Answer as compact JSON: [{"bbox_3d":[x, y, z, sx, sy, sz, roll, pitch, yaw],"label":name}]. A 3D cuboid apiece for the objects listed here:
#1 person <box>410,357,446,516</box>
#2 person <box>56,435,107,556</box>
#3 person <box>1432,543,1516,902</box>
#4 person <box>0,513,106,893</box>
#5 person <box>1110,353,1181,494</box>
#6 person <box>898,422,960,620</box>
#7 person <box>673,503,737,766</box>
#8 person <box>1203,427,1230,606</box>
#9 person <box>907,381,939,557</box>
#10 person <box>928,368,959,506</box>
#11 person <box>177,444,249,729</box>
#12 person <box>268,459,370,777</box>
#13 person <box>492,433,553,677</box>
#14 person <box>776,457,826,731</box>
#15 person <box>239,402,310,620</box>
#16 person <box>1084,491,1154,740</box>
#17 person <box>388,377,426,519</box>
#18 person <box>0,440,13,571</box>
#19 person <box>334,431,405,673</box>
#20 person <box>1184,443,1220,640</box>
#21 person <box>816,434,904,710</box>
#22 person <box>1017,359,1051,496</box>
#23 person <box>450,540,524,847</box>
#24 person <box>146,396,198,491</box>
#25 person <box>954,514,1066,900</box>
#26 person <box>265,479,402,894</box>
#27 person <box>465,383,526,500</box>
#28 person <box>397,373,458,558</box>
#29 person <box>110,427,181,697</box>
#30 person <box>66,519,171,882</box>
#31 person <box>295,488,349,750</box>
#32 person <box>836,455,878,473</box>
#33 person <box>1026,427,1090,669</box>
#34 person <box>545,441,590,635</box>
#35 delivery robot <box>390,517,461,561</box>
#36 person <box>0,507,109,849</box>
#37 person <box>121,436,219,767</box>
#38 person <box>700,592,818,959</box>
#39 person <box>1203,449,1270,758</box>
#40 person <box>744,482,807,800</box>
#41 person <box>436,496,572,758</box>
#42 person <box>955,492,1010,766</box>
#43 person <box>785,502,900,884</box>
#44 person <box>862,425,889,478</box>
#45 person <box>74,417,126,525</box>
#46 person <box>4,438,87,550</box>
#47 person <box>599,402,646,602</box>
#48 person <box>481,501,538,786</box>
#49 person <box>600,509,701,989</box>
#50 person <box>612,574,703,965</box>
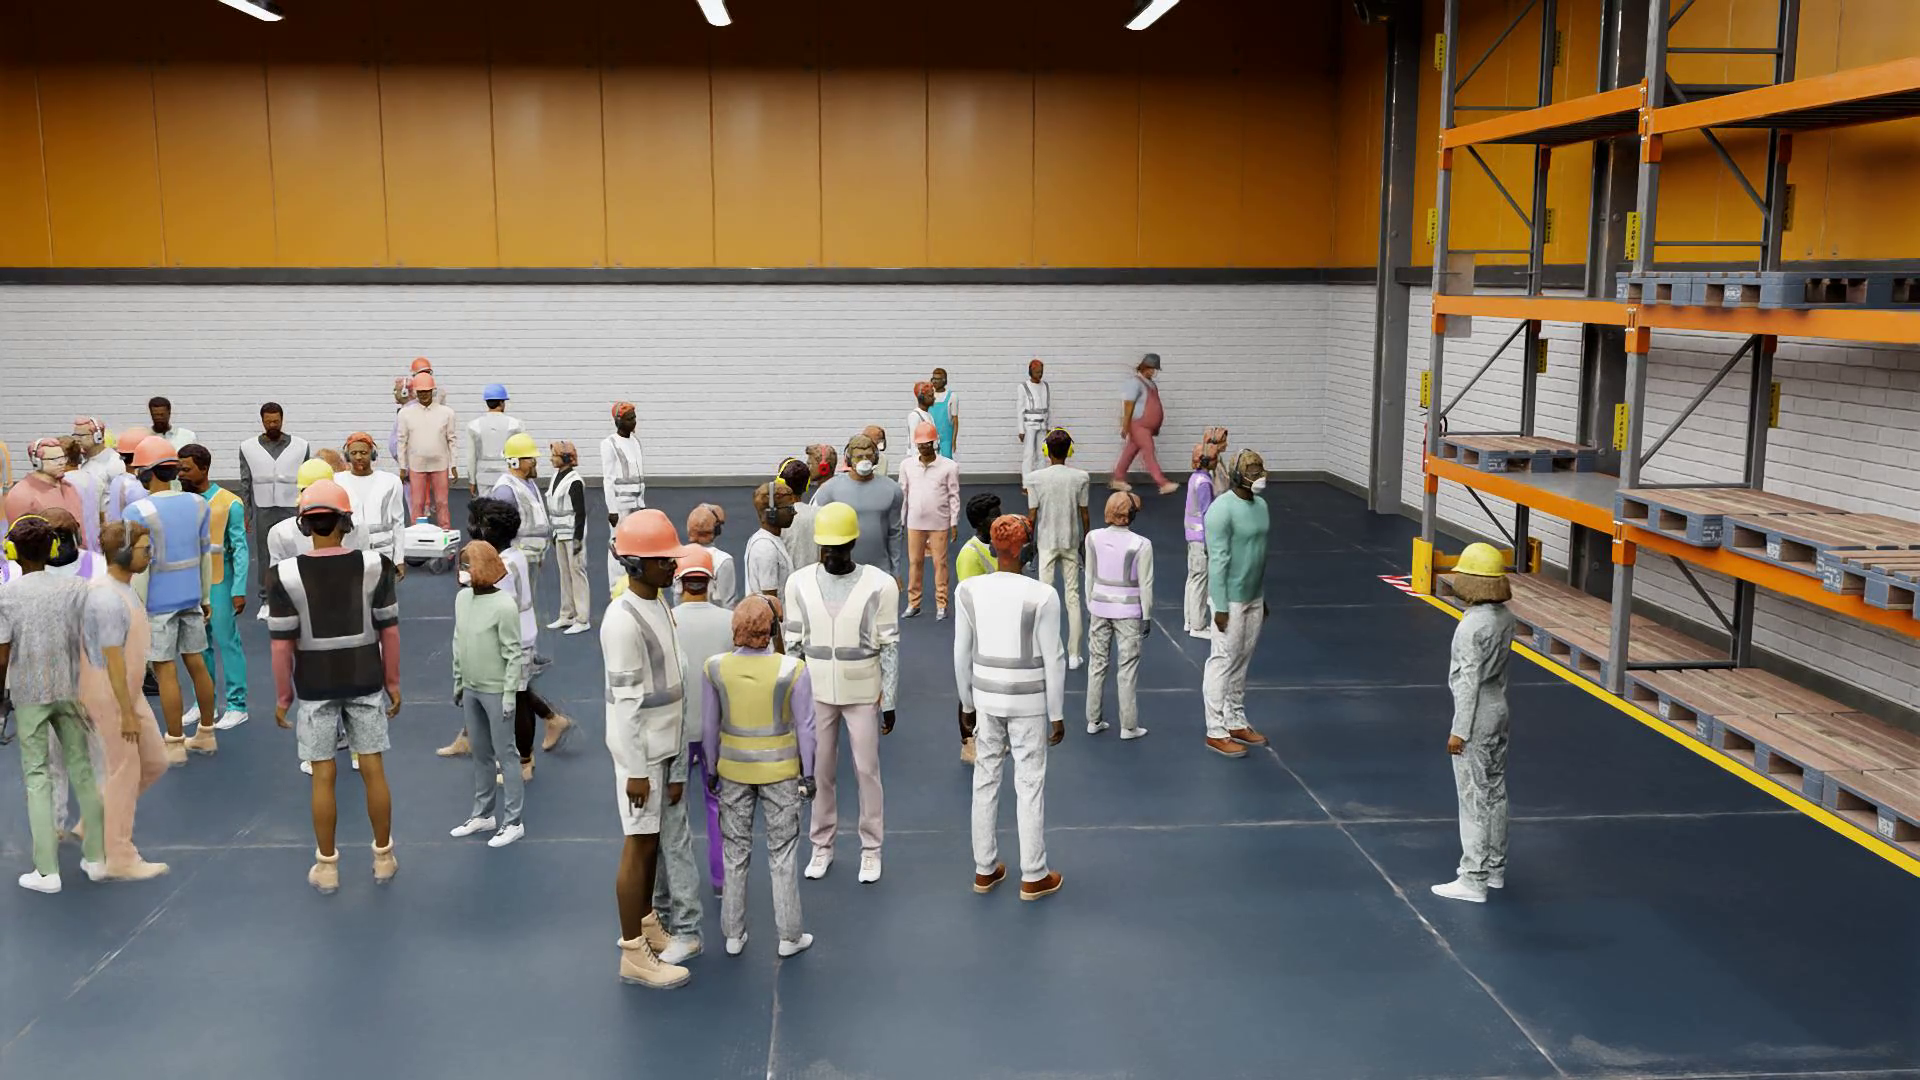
[{"bbox_3d":[-6.742,-1.300,20.964,0.390,1.992,0.624,6,11,32],"label":"person"},{"bbox_3d":[-6.629,0.132,12.488,0.354,1.834,0.517,3,10,19],"label":"person"},{"bbox_3d":[2.500,0.877,8.083,0.311,1.743,0.493,8,12,40],"label":"person"},{"bbox_3d":[-4.500,0.798,8.186,0.319,1.870,0.521,8,12,40],"label":"person"},{"bbox_3d":[2.562,-1.662,23.093,1.117,2.000,0.696,4,10,24],"label":"person"},{"bbox_3d":[-0.287,-0.164,14.588,0.572,1.749,0.341,2,9,14],"label":"person"},{"bbox_3d":[-1.549,0.595,10.166,0.514,1.644,0.315,8,12,40],"label":"person"},{"bbox_3d":[2.325,-0.220,15.293,0.308,1.641,0.517,3,9,16],"label":"person"},{"bbox_3d":[-0.393,-0.770,17.990,0.356,1.883,0.572,2,9,12],"label":"person"},{"bbox_3d":[-0.265,-1.288,21.354,0.506,1.847,0.343,4,10,24],"label":"person"},{"bbox_3d":[-5.025,0.305,11.134,0.597,1.915,0.371,3,9,17],"label":"person"},{"bbox_3d":[-3.842,0.471,10.051,0.585,1.928,0.370,-4,10,-26],"label":"person"},{"bbox_3d":[-3.314,0.107,12.635,0.404,1.835,0.586,1,9,3],"label":"person"},{"bbox_3d":[-1.063,0.402,10.667,0.328,1.872,0.514,9,13,44],"label":"person"},{"bbox_3d":[-6.028,-0.263,14.698,0.599,1.915,0.376,-4,10,-22],"label":"person"},{"bbox_3d":[1.029,0.493,10.849,0.510,1.631,0.310,6,11,34],"label":"person"},{"bbox_3d":[-6.073,-0.835,18.319,0.409,1.907,0.651,-3,9,-16],"label":"person"},{"bbox_3d":[-8.423,-0.232,14.473,0.364,1.927,0.587,-5,10,-29],"label":"person"},{"bbox_3d":[-4.384,0.142,12.267,0.576,1.882,0.355,-3,10,-20],"label":"person"},{"bbox_3d":[2.025,0.003,13.893,0.306,1.639,0.524,0,9,-2],"label":"person"},{"bbox_3d":[-0.681,0.231,11.531,0.631,1.940,0.372,-3,10,-21],"label":"person"},{"bbox_3d":[1.027,-1.541,22.855,0.586,1.879,0.357,-8,12,-40],"label":"person"},{"bbox_3d":[-2.526,0.808,8.857,0.500,1.633,0.279,7,11,36],"label":"person"},{"bbox_3d":[-7.420,-0.394,15.569,0.585,1.908,0.391,-4,10,-22],"label":"person"},{"bbox_3d":[0.251,0.808,8.083,0.573,1.883,0.356,5,10,27],"label":"person"},{"bbox_3d":[-3.063,0.716,8.183,0.605,2.035,0.392,-5,10,-27],"label":"person"},{"bbox_3d":[-4.649,-0.604,16.749,0.605,1.944,0.402,-1,9,-8],"label":"person"},{"bbox_3d":[-5.675,-0.789,17.751,0.622,1.993,0.382,-3,10,-18],"label":"person"},{"bbox_3d":[-5.897,0.155,12.008,0.375,1.935,0.551,-8,12,-41],"label":"person"},{"bbox_3d":[-4.189,0.805,8.290,0.431,1.824,0.519,-2,9,-13],"label":"person"},{"bbox_3d":[-4.054,0.459,10.637,0.523,1.769,0.310,7,11,36],"label":"person"},{"bbox_3d":[-0.748,0.192,12.353,0.328,1.752,0.563,-1,9,-4],"label":"person"},{"bbox_3d":[0.755,0.068,12.769,0.510,1.872,0.328,-1,9,-4],"label":"person"},{"bbox_3d":[-3.311,-0.025,14.066,0.314,1.641,0.515,-6,11,-35],"label":"person"},{"bbox_3d":[-5.472,0.008,16.965,0.707,0.478,0.477,2,9,11],"label":"delivery robot"},{"bbox_3d":[-4.677,0.732,8.732,0.626,1.836,0.428,-3,9,-18],"label":"person"},{"bbox_3d":[-4.903,0.378,10.276,0.389,2.041,0.614,4,10,21],"label":"person"},{"bbox_3d":[-0.884,1.045,7.351,0.522,1.640,0.306,1,9,8],"label":"person"},{"bbox_3d":[1.770,0.386,10.554,0.373,1.941,0.627,7,11,38],"label":"person"},{"bbox_3d":[-1.074,0.580,9.631,0.346,1.846,0.505,-2,9,-12],"label":"person"},{"bbox_3d":[-2.873,0.547,10.392,0.783,1.673,0.542,-3,9,-16],"label":"person"},{"bbox_3d":[0.143,0.545,10.311,0.319,1.697,0.532,3,9,18],"label":"person"},{"bbox_3d":[-0.590,0.757,8.292,0.587,1.920,0.397,2,9,11],"label":"person"},{"bbox_3d":[-0.833,-0.269,15.659,0.279,1.628,0.503,7,12,39],"label":"person"},{"bbox_3d":[-6.878,-0.029,13.259,0.649,1.907,0.409,4,10,23],"label":"person"},{"bbox_3d":[-6.278,0.240,11.571,0.409,1.908,0.639,1,9,6],"label":"person"},{"bbox_3d":[-3.033,-0.313,15.120,0.356,1.883,0.574,3,10,18],"label":"person"},{"bbox_3d":[-2.685,0.611,9.898,0.322,1.697,0.534,-1,9,-5],"label":"person"},{"bbox_3d":[-1.317,0.879,7.130,0.373,2.043,0.615,0,9,1],"label":"person"},{"bbox_3d":[-1.380,1.000,7.358,0.324,1.731,0.490,-9,13,-44],"label":"person"}]
